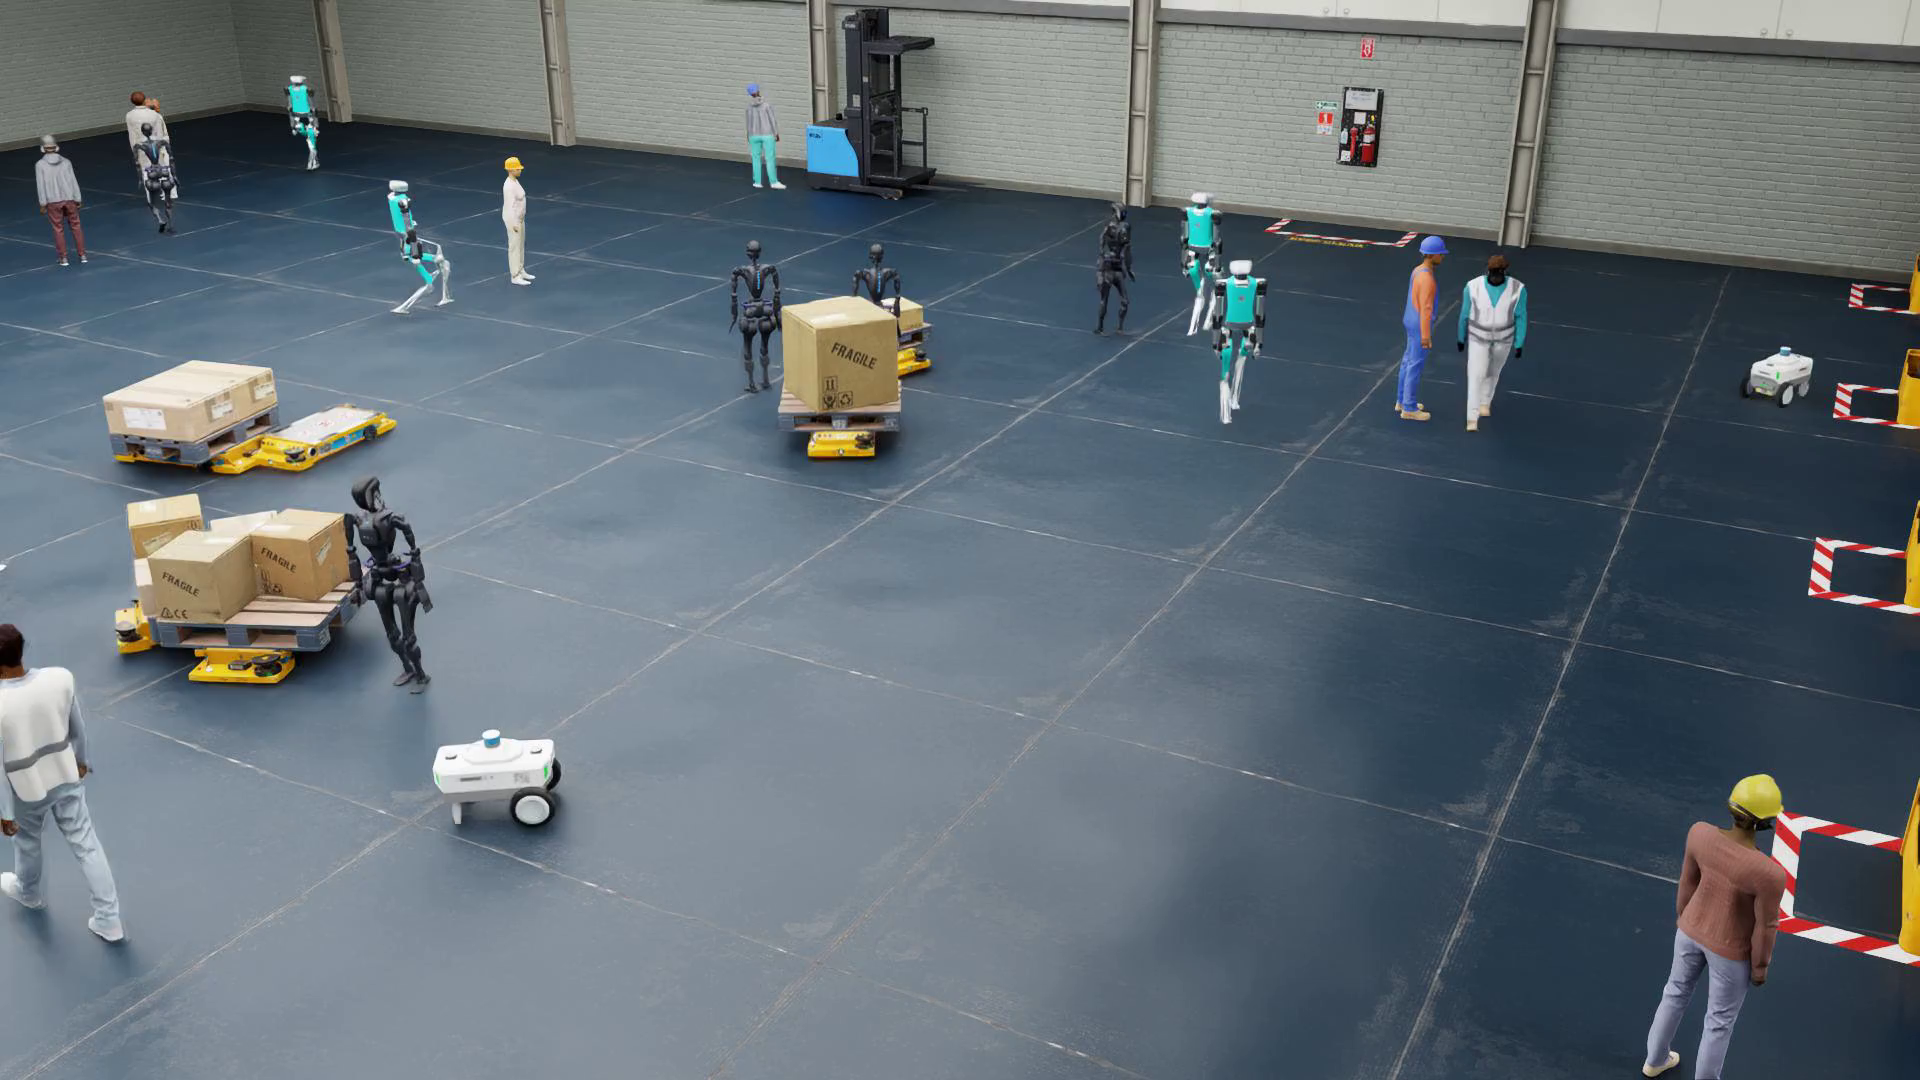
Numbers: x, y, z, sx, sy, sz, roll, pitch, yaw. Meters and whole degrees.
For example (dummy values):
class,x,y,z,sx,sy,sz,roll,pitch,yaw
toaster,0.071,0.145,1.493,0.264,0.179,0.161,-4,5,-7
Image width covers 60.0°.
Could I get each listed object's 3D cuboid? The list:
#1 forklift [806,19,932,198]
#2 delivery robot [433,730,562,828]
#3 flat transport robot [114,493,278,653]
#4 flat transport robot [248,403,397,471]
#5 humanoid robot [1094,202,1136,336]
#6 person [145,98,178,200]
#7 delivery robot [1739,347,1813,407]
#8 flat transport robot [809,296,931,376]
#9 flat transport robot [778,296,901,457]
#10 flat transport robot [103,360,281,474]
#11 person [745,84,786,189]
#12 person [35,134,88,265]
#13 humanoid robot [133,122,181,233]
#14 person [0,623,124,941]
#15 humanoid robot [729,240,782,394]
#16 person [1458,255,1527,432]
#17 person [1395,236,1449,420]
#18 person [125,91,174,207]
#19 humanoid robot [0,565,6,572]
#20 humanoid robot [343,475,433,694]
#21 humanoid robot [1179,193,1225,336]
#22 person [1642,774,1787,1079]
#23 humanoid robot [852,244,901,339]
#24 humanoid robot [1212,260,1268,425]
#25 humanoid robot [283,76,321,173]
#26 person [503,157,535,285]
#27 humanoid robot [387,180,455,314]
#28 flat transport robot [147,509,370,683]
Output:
class,x,y,z,sx,sy,sz,roll,pitch,yaw
forklift,-1.573,-7.292,27.850,1.873,2.768,1.129,12,26,25
delivery robot,-2.881,1.461,10.382,0.740,0.581,0.513,-3,23,-7
flat transport robot,-5.740,0.555,12.870,1.431,0.231,0.659,-11,26,-24
flat transport robot,-6.352,-1.032,16.566,0.659,0.231,1.431,9,25,20
humanoid robot,1.845,-3.242,19.939,0.600,1.636,0.526,-21,31,-40
person,-13.184,-6.452,27.441,0.308,1.641,0.514,-11,25,-23
delivery robot,8.835,-1.769,17.933,0.796,0.606,0.499,-16,28,-32
flat transport robot,-1.079,-2.156,19.181,1.431,0.231,0.659,21,31,40
flat transport robot,-1.199,-1.165,16.875,0.659,0.231,1.431,-1,23,-2
flat transport robot,-7.433,-0.899,16.256,1.431,0.231,0.659,7,24,15
person,-3.298,-6.853,28.261,0.718,1.739,0.358,4,24,10
person,-12.632,-4.775,23.334,0.552,1.805,0.380,-20,30,-39
humanoid robot,-12.104,-5.464,25.096,0.599,1.643,0.380,-17,29,-35
person,-5.061,1.296,9.121,1.016,1.857,0.616,14,27,30
humanoid robot,-2.214,-2.422,18.017,0.590,1.655,0.325,-10,25,-22
person,5.418,-2.025,16.961,0.646,1.775,1.017,5,24,12
person,4.776,-2.202,17.212,0.371,1.908,0.522,1,23,3
person,-13.114,-6.306,26.871,0.504,1.828,0.369,-11,26,-24
humanoid robot,-8.311,-0.404,13.252,0.927,1.756,0.563,-14,27,-30
humanoid robot,-3.992,0.292,11.715,0.606,1.636,0.415,5,24,11
humanoid robot,2.978,-3.356,20.122,0.547,1.763,0.873,13,26,27
person,3.612,1.889,7.882,0.341,1.758,0.518,-12,26,-27
humanoid robot,-0.923,-2.376,17.955,0.590,1.621,0.776,-7,24,-16
humanoid robot,2.828,-2.063,17.112,0.544,1.756,0.966,1,23,1
humanoid robot,-11.532,-7.363,29.454,0.553,1.728,1.037,1,23,3
person,-5.955,-4.285,22.337,0.336,1.693,0.480,-1,23,-3
humanoid robot,-6.718,-3.659,20.855,1.044,1.744,0.549,-16,28,-32
flat transport robot,-5.191,0.680,12.580,0.659,0.231,1.431,1,23,3
